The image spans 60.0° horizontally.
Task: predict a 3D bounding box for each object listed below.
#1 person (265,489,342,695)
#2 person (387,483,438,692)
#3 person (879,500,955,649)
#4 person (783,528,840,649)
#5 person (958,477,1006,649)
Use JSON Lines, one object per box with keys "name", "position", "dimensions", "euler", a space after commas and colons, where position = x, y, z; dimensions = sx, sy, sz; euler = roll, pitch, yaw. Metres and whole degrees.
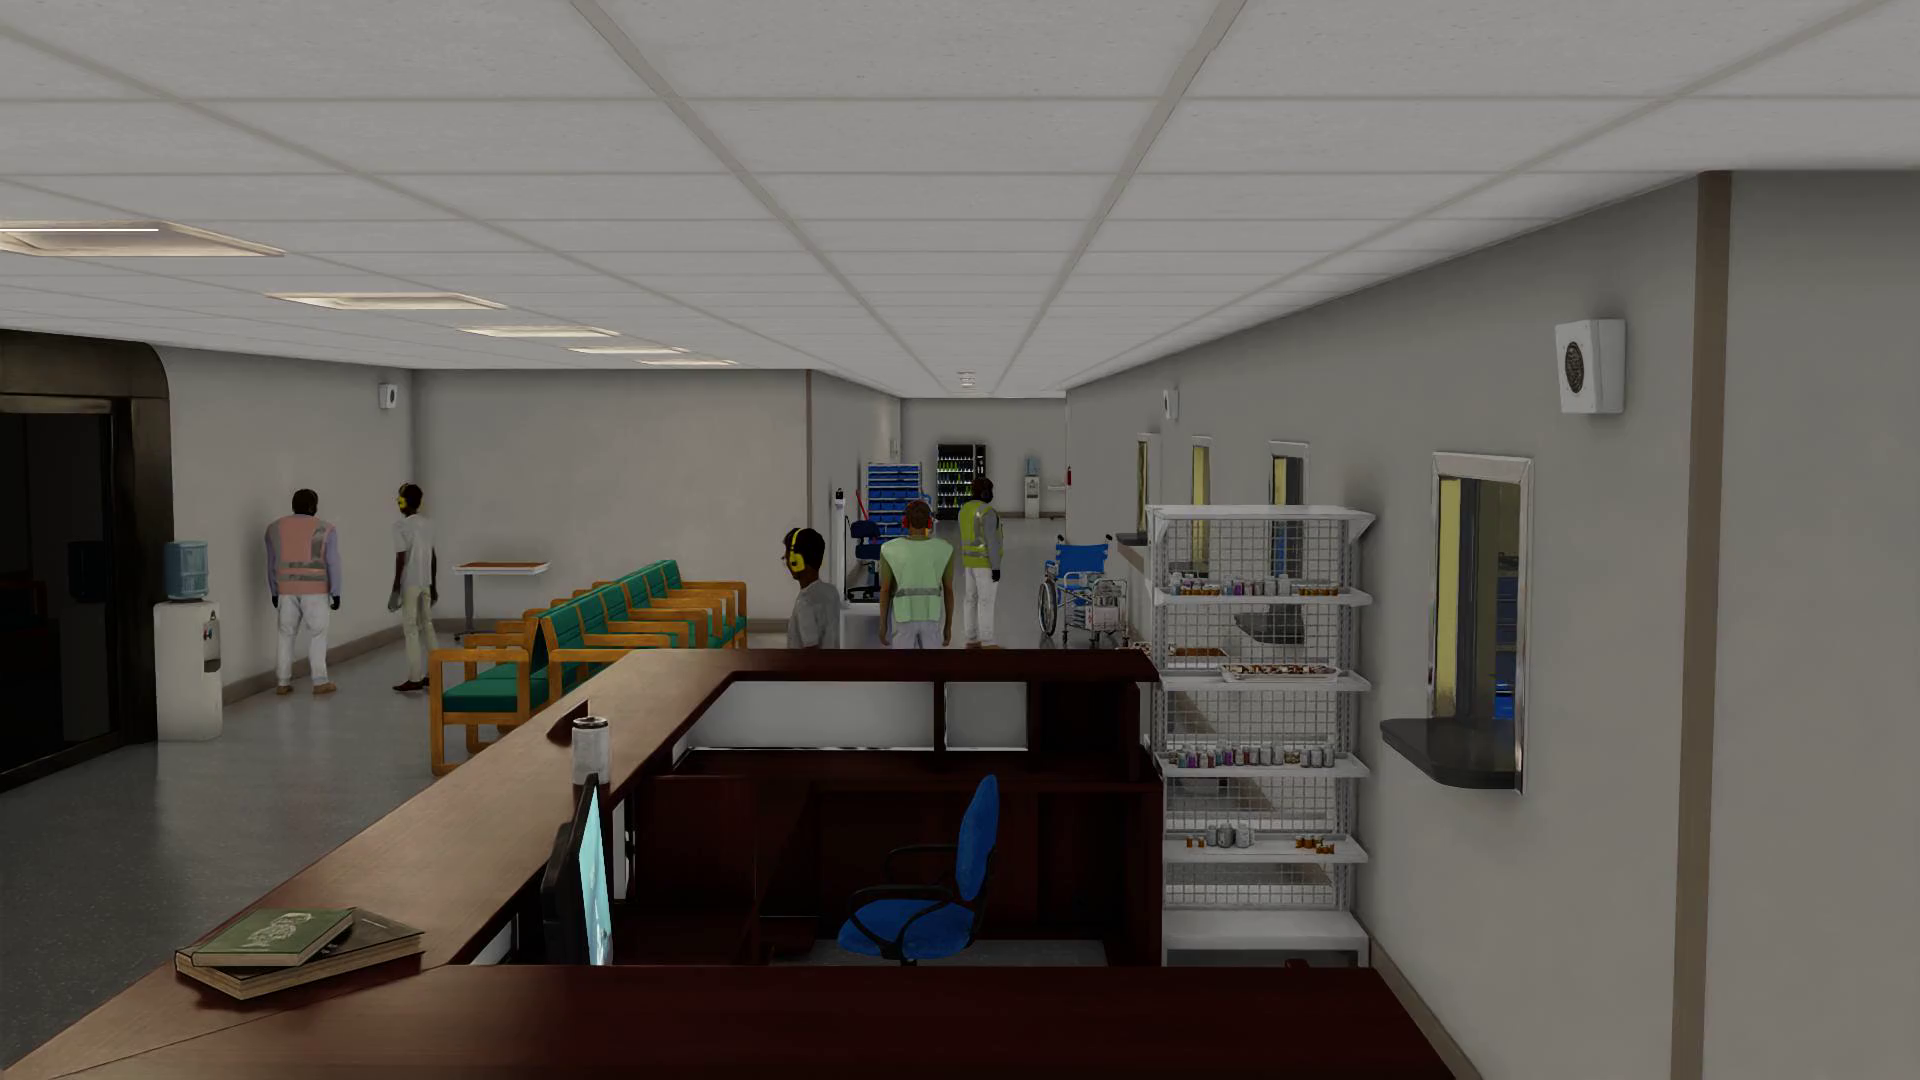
{"name": "person", "position": [-5.809, 0.460, 14.763], "dimensions": [0.643, 1.832, 0.431], "euler": [0, 4, -3]}
{"name": "person", "position": [-4.909, 0.431, 14.890], "dimensions": [0.339, 1.860, 0.585], "euler": [2, 5, 26]}
{"name": "person", "position": [-0.315, 0.624, 12.357], "dimensions": [0.561, 1.838, 0.387], "euler": [-1, 4, -13]}
{"name": "person", "position": [-0.792, 0.864, 8.798], "dimensions": [0.330, 1.865, 0.518], "euler": [1, 4, 12]}
{"name": "person", "position": [0.239, 0.265, 17.337], "dimensions": [0.429, 1.846, 0.627], "euler": [-3, 5, -32]}
